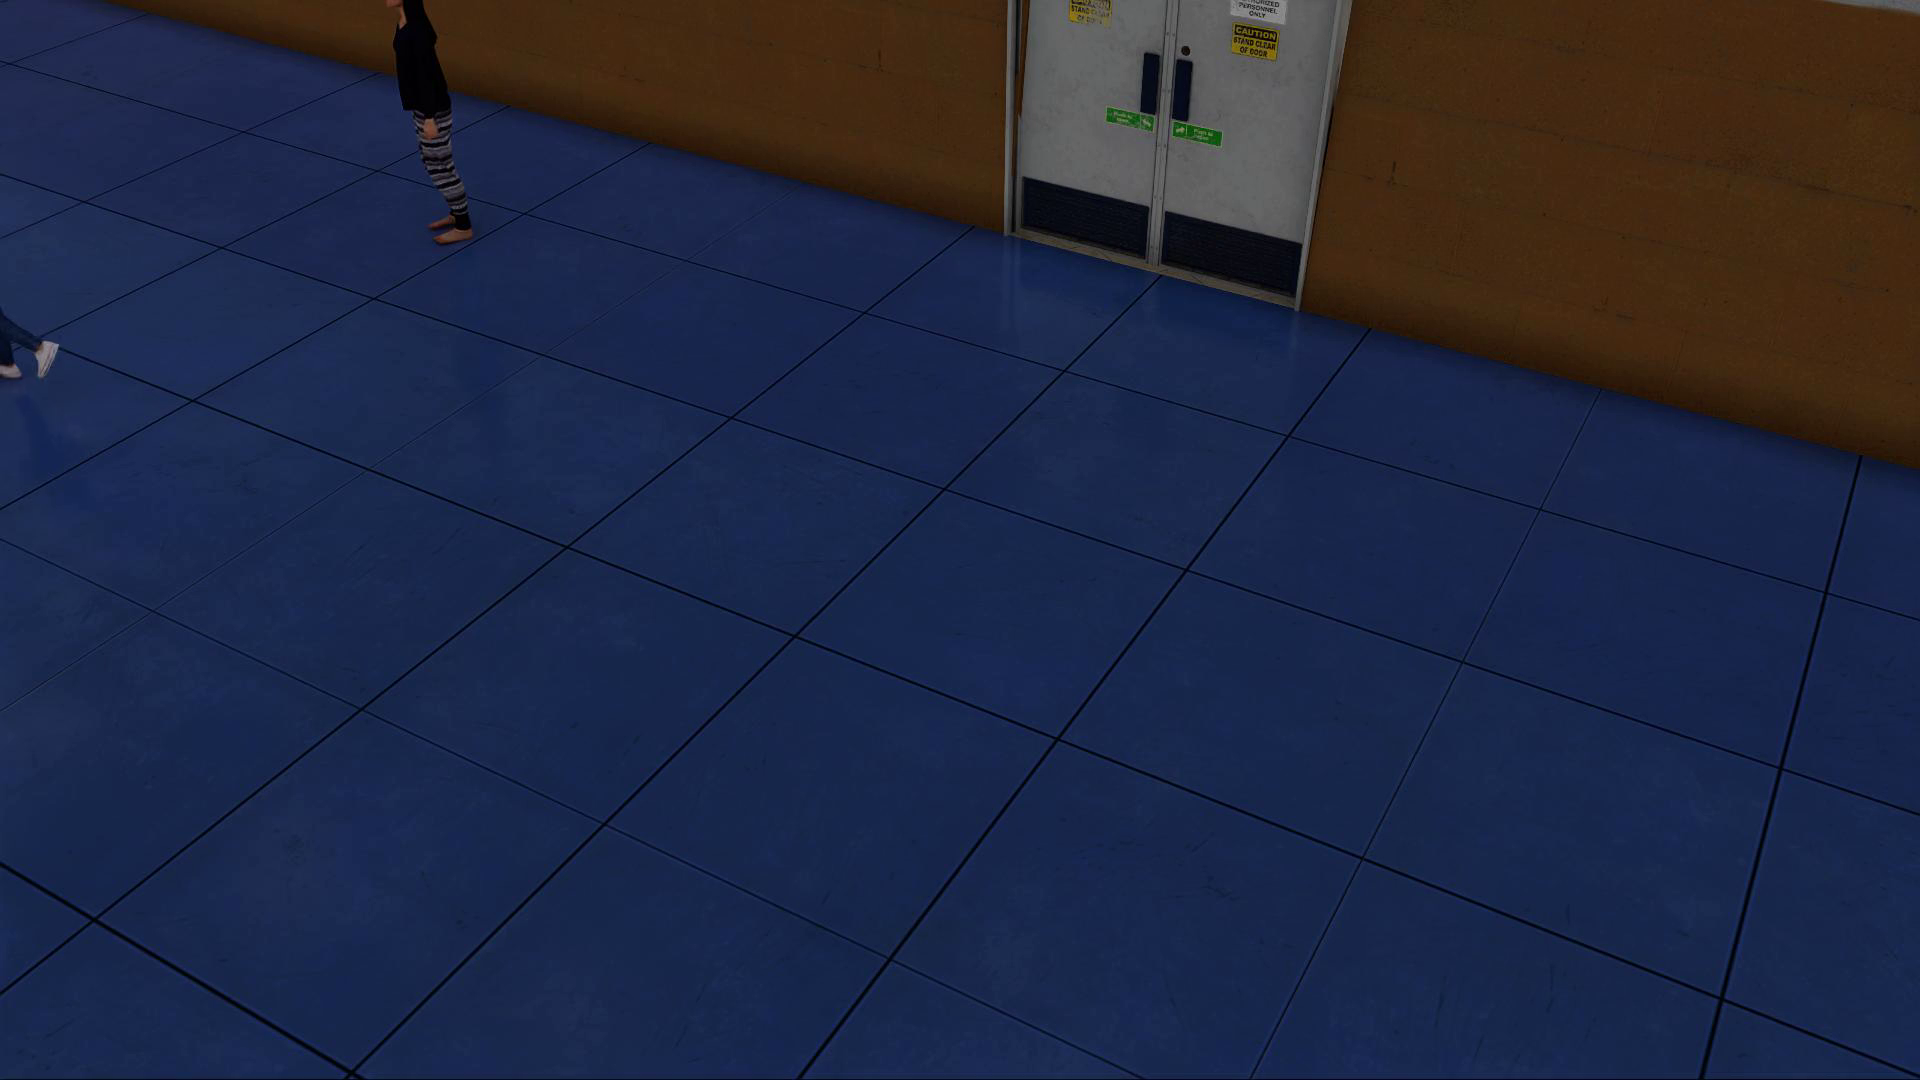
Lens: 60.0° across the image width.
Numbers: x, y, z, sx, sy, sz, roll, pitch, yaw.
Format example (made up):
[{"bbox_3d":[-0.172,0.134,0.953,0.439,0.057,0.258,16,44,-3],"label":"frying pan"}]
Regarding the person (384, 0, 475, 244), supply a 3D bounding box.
[{"bbox_3d":[-3.261,-2.680,10.220,0.699,1.733,0.677,-15,40,-19],"label":"person"}]
